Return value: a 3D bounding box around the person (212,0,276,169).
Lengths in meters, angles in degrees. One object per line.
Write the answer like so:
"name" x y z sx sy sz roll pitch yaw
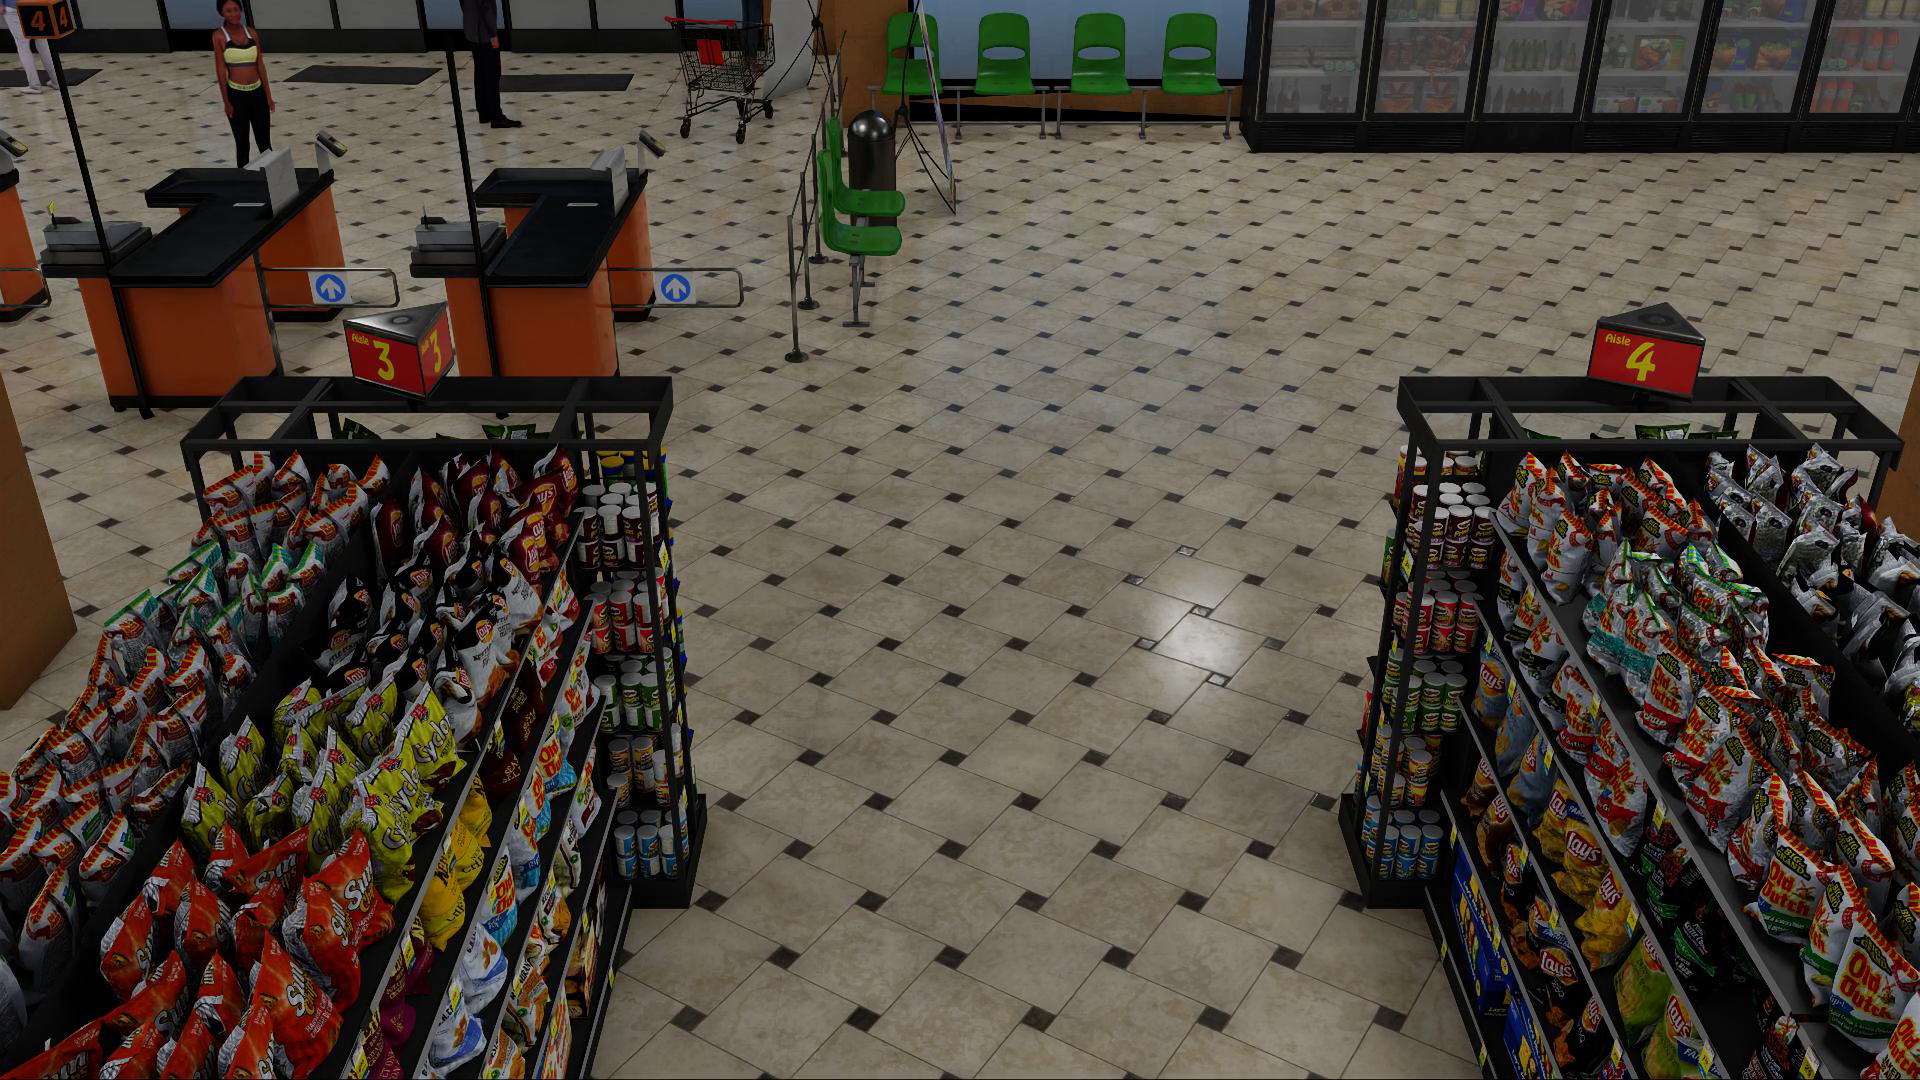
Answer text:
"person" -6.007 -3.698 13.991 0.640 1.754 0.692 -24 36 -36

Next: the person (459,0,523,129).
"person" -4.667 -4.988 16.262 0.865 1.842 0.775 -21 35 -33

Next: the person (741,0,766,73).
"person" -2.322 -6.103 18.357 0.734 1.792 0.620 -15 32 -26

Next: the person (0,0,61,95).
"person" -9.866 -5.657 17.439 0.797 1.887 0.676 16 32 27
